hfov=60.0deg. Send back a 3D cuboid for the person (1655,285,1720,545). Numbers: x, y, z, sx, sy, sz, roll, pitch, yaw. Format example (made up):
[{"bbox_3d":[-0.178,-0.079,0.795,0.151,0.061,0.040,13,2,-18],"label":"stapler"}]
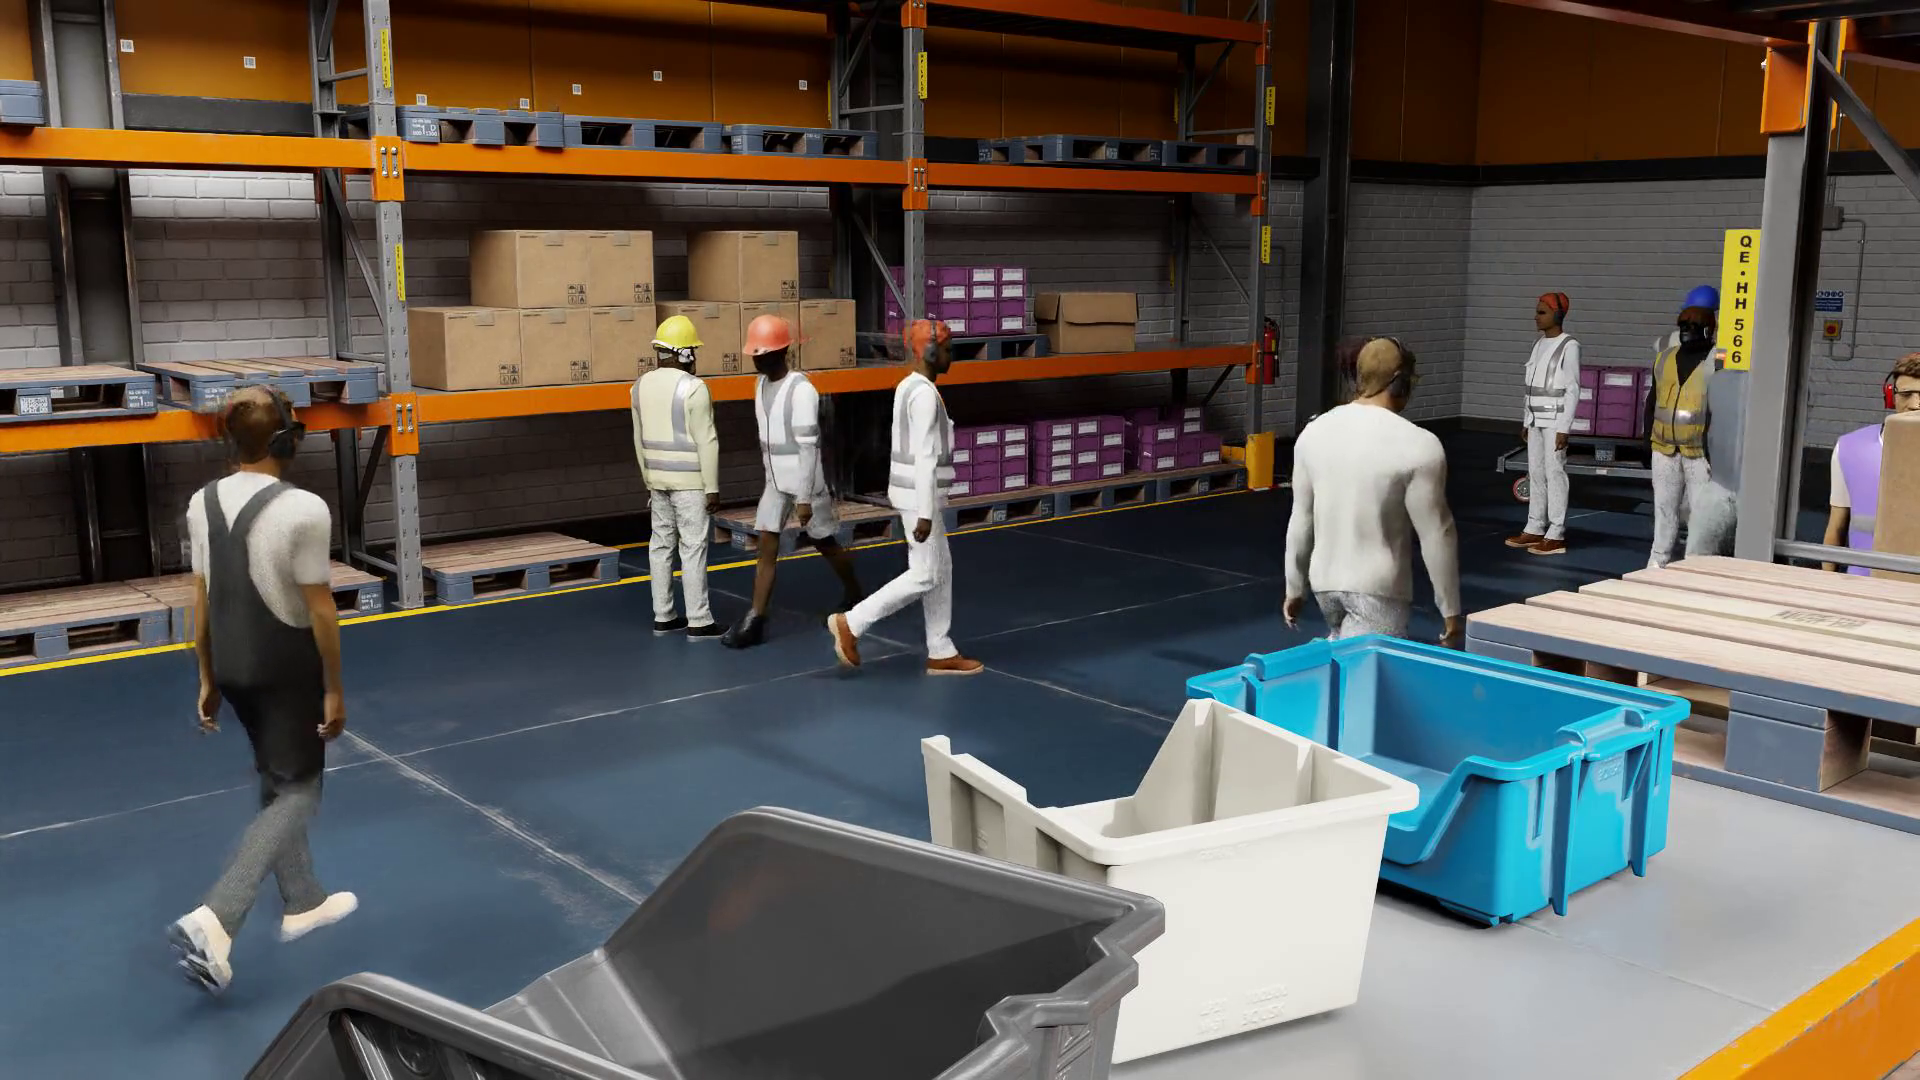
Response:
[{"bbox_3d":[5.364,-0.900,12.227,0.510,1.931,0.620,-10,14,-43],"label":"person"}]

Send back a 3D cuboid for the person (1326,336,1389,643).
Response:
[{"bbox_3d":[1.651,0.052,7.132,0.526,1.854,0.539,-3,11,-16],"label":"person"}]

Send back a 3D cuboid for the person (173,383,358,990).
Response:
[{"bbox_3d":[-2.157,0.439,5.081,0.519,1.824,0.784,4,11,20],"label":"person"}]

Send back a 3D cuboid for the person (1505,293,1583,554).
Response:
[{"bbox_3d":[4.249,-0.841,12.042,0.352,1.883,0.580,-2,10,-11],"label":"person"}]

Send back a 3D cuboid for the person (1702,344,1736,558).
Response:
[{"bbox_3d":[4.741,-0.560,10.028,0.660,2.000,0.692,-2,10,-11],"label":"person"}]

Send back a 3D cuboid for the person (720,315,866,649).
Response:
[{"bbox_3d":[-0.901,-0.342,9.376,0.552,1.855,1.070,10,14,43],"label":"person"}]

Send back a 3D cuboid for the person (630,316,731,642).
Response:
[{"bbox_3d":[-1.569,-0.342,9.386,0.588,1.833,0.404,7,12,35],"label":"person"}]

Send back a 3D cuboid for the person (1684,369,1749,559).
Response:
[{"bbox_3d":[4.009,-0.246,8.684,0.989,1.890,0.644,-3,11,-18],"label":"person"}]

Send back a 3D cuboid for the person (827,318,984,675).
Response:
[{"bbox_3d":[-0.277,-0.200,8.521,0.741,1.859,0.588,-1,10,-8],"label":"person"}]

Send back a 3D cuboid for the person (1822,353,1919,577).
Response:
[{"bbox_3d":[3.560,0.211,6.286,0.561,1.836,0.379,6,12,31],"label":"person"}]

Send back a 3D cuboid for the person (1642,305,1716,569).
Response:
[{"bbox_3d":[4.676,-0.580,10.693,0.429,1.842,0.635,-8,13,-38],"label":"person"}]

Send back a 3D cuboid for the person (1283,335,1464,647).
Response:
[{"bbox_3d":[1.608,0.190,6.216,0.948,1.892,0.654,-7,12,-34],"label":"person"}]
